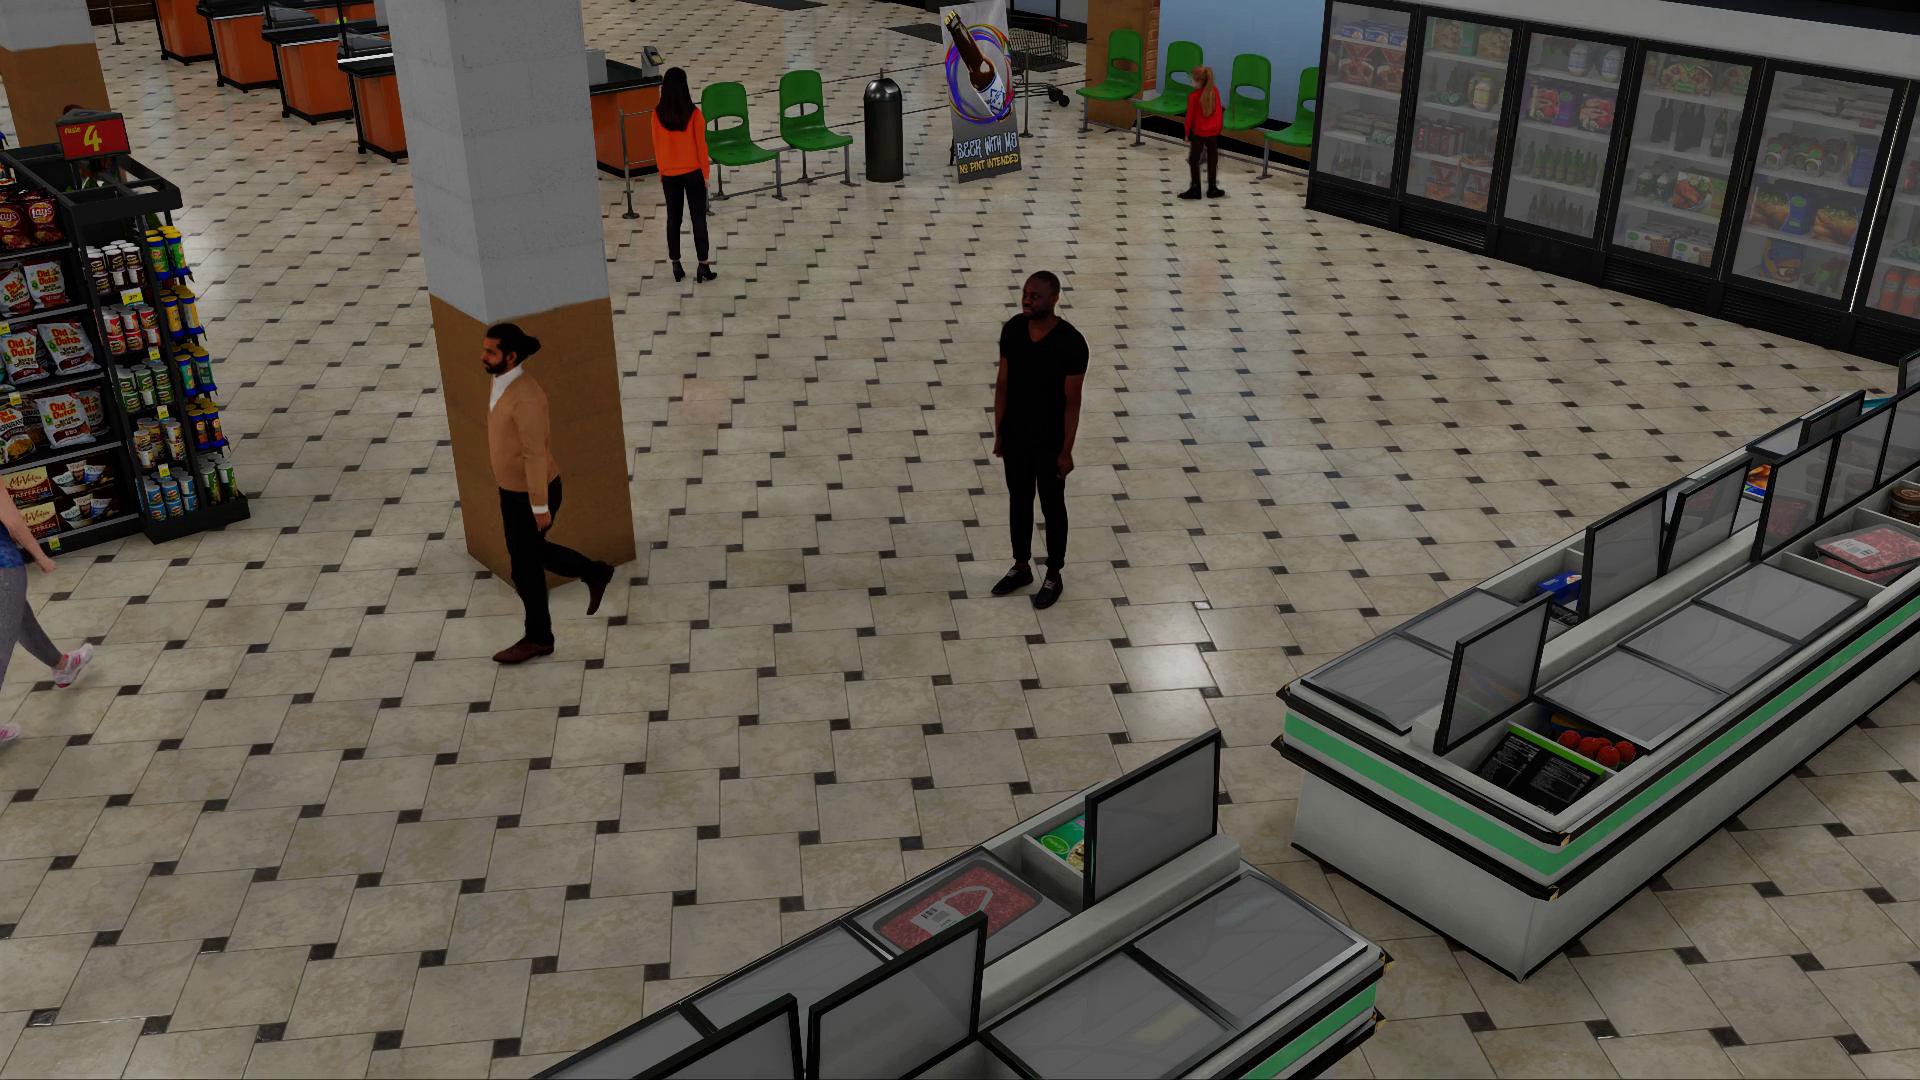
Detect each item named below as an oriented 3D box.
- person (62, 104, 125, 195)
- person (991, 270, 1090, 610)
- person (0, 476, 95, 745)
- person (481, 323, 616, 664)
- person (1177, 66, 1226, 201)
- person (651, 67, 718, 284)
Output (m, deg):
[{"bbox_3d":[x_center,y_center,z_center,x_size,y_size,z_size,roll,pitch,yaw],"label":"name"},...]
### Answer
[{"bbox_3d":[-6.432,-2.376,12.508,1.026,1.656,0.687,-20,33,-34],"label":"person"},{"bbox_3d":[0.410,-0.533,8.692,0.725,1.820,0.666,17,31,30],"label":"person"},{"bbox_3d":[-4.430,0.204,7.516,0.949,1.569,1.145,8,28,15],"label":"person"},{"bbox_3d":[-2.061,-0.247,8.223,0.991,1.735,0.746,-16,31,-28],"label":"person"},{"bbox_3d":[2.393,-3.912,15.975,0.579,1.259,0.774,-2,27,-4],"label":"person"},{"bbox_3d":[-2.263,-2.975,13.585,0.710,1.749,0.736,7,28,13],"label":"person"}]
